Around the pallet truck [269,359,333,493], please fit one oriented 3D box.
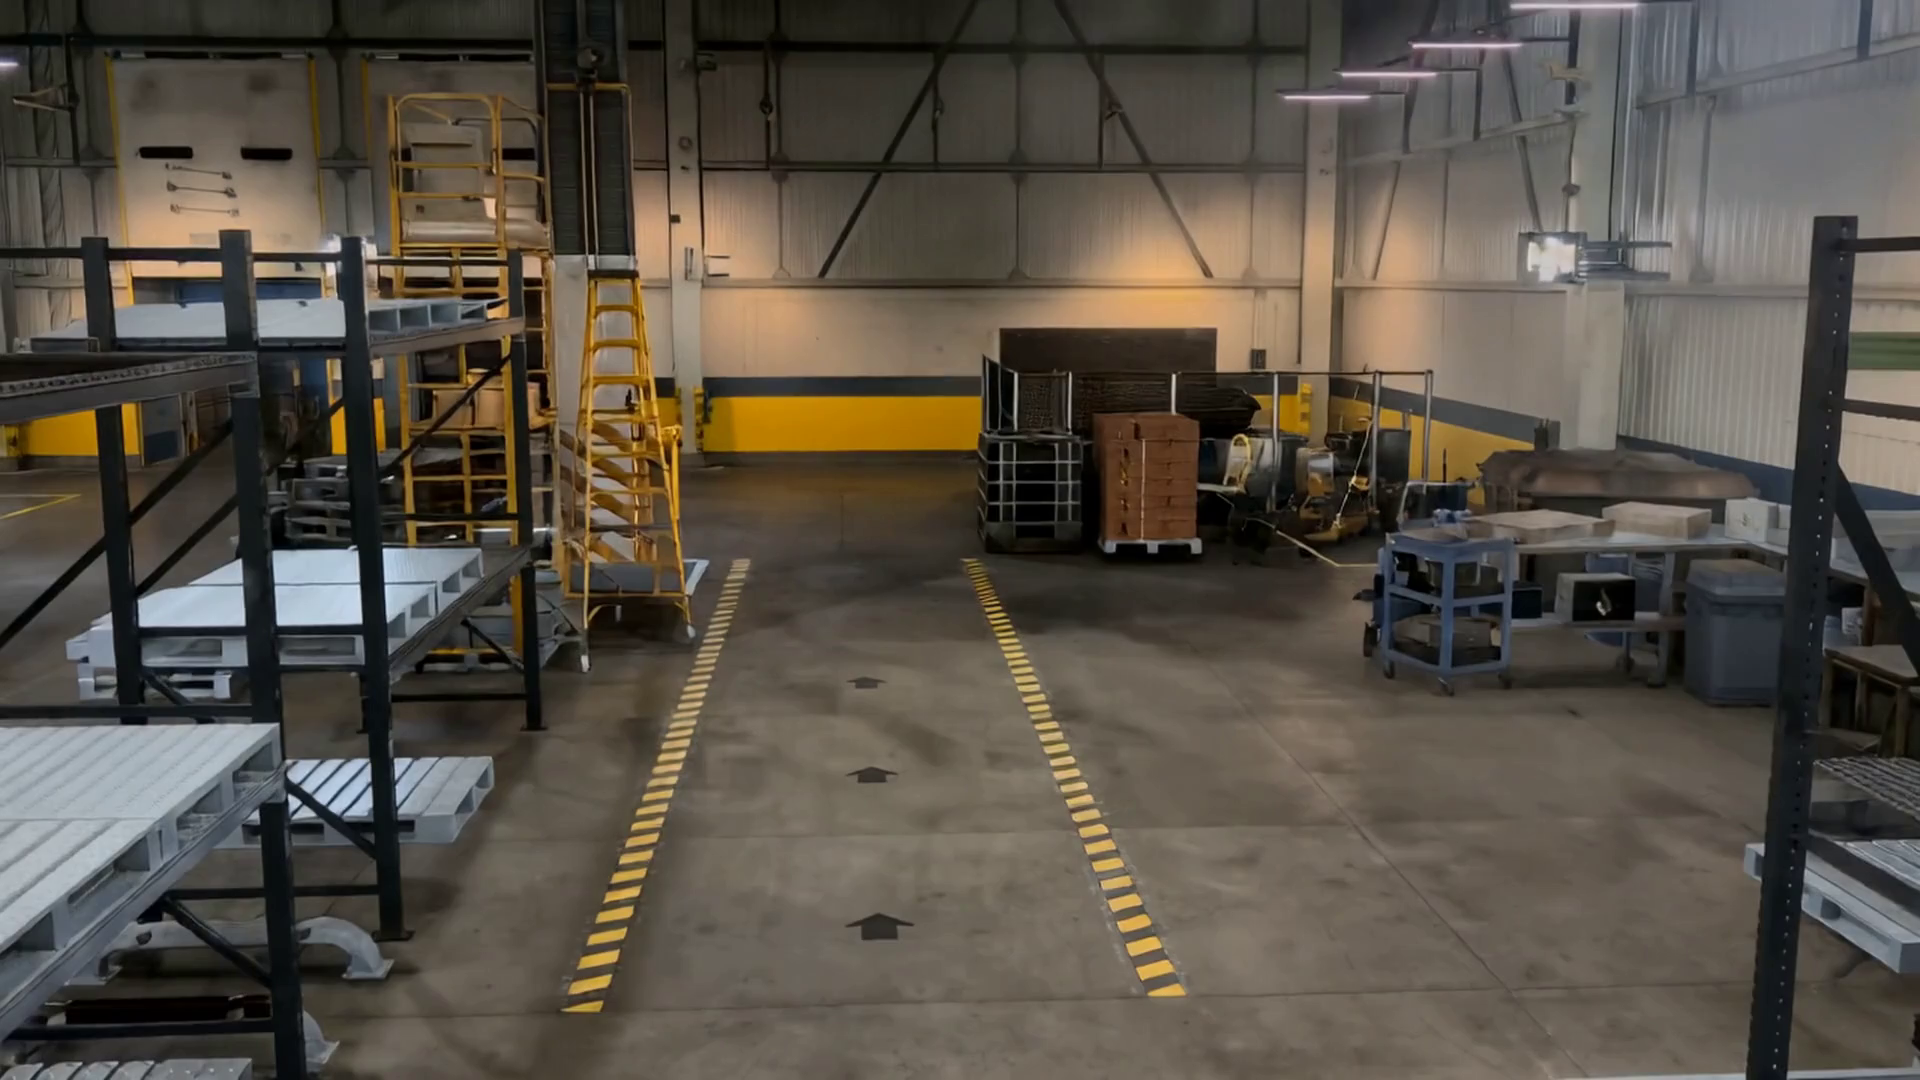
[{"bbox_3d":[-7.062,-1.131,18.996,1.885,1.965,0.823,2,9,13],"label":"pallet truck"}]
